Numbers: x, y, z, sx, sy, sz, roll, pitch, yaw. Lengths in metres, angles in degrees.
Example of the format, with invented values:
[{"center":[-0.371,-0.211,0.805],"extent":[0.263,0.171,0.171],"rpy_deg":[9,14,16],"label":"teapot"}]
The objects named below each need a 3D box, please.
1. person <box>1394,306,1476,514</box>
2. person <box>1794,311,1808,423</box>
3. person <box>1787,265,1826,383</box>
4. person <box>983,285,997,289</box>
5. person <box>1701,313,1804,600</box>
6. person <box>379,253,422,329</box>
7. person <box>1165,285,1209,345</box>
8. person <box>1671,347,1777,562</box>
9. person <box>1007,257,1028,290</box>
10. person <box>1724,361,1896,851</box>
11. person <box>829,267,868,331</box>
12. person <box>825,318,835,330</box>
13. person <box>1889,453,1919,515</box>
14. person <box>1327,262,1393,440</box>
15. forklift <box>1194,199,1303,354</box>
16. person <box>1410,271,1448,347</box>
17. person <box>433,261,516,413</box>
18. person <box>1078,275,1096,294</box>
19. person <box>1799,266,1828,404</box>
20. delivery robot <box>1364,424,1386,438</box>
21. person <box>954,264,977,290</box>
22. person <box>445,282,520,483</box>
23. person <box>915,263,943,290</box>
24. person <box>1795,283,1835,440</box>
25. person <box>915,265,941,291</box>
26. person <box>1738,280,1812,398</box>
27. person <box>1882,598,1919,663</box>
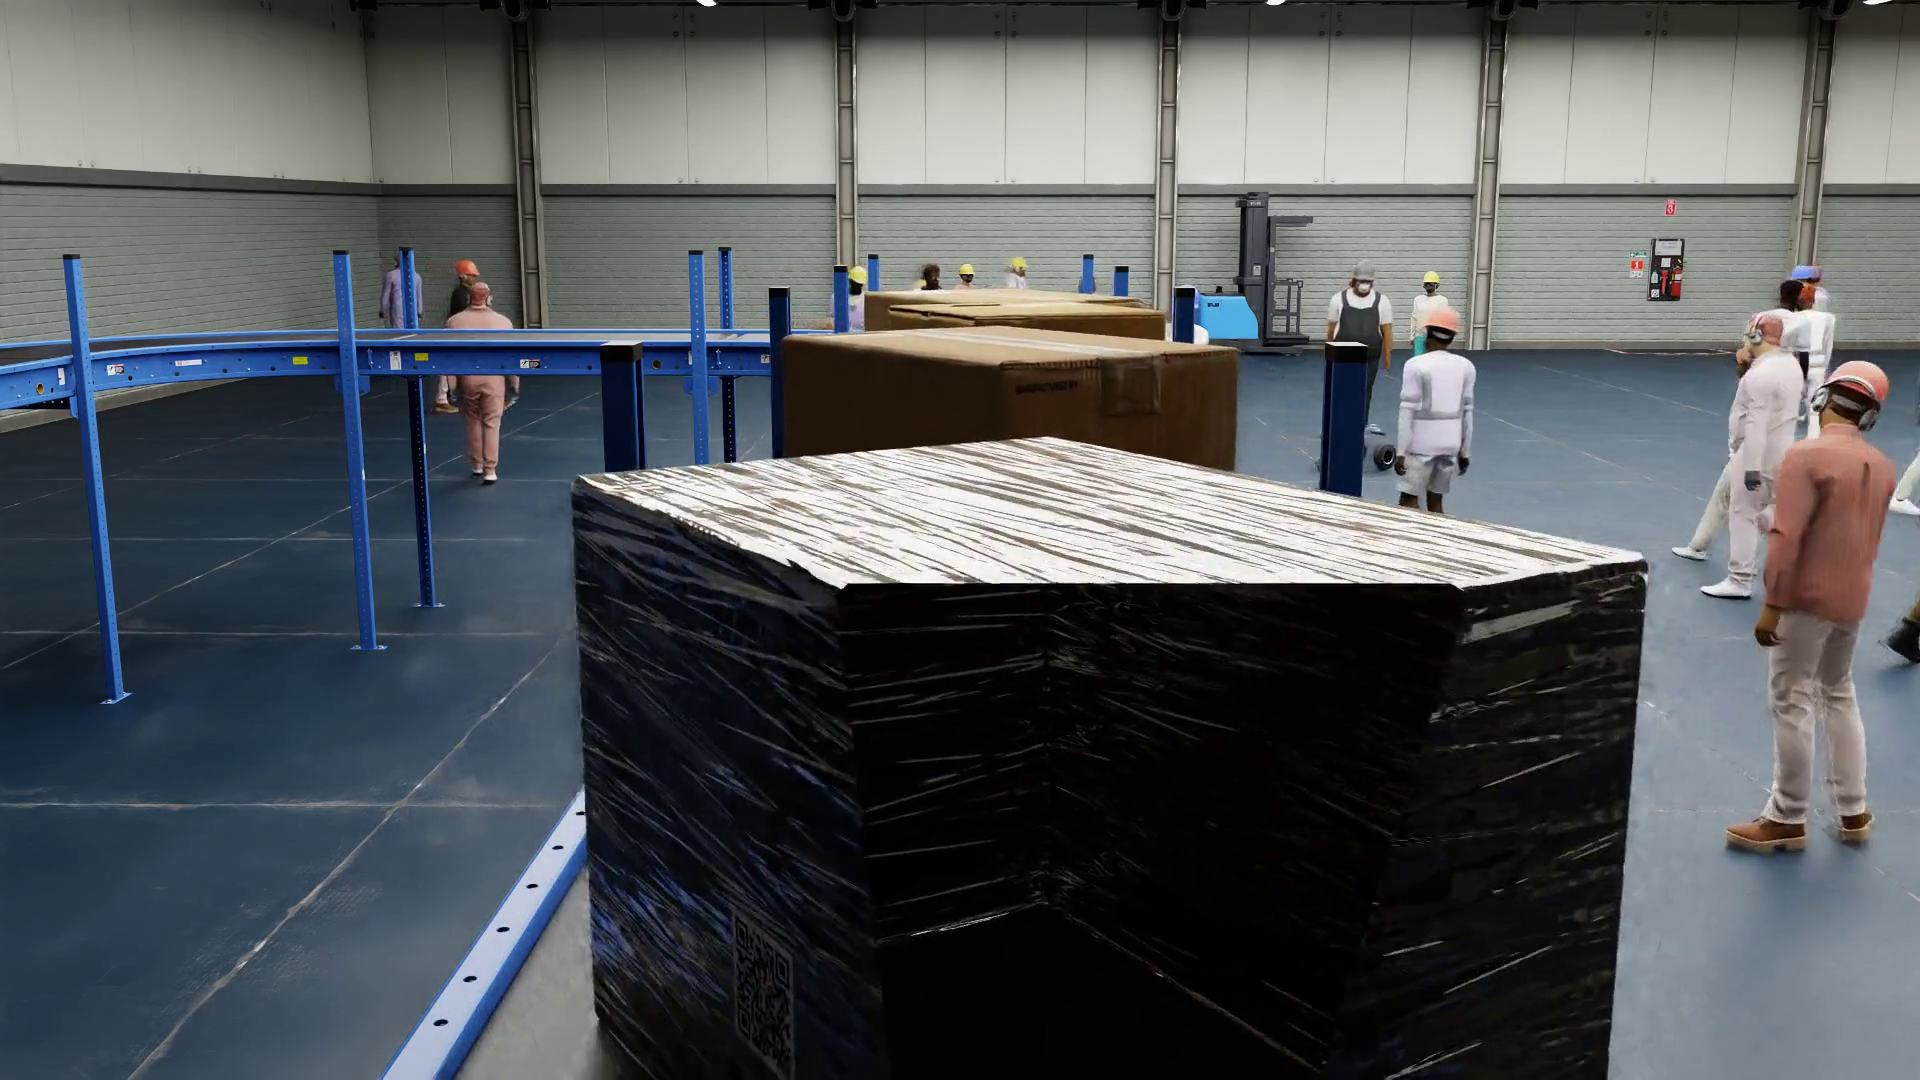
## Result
[{"center":[3.258,-0.633,11.349],"extent":[0.604,1.902,0.609],"rpy_deg":[-4,12,-17],"label":"person"},{"center":[10.132,-2.264,20.316],"extent":[0.835,1.653,0.553],"rpy_deg":[3,11,15],"label":"person"},{"center":[10.754,-2.508,20.965],"extent":[0.810,1.909,0.648],"rpy_deg":[2,11,10],"label":"person"},{"center":[0.316,-1.407,15.382],"extent":[0.632,1.894,0.946],"rpy_deg":[7,13,32],"label":"person"},{"center":[5.320,-0.537,10.890],"extent":[0.573,1.882,0.691],"rpy_deg":[11,15,44],"label":"person"},{"center":[-9.325,-3.838,27.802],"extent":[0.434,1.900,0.661],"rpy_deg":[10,15,40],"label":"person"},{"center":[1.841,-1.156,13.914],"extent":[0.605,1.944,0.402],"rpy_deg":[-7,13,-33],"label":"person"},{"center":[5.682,-0.593,11.941],"extent":[0.517,1.589,0.883],"rpy_deg":[-10,15,-41],"label":"person"},{"center":[0.991,-4.149,29.682],"extent":[0.891,1.804,0.588],"rpy_deg":[3,11,14],"label":"person"},{"center":[3.421,0.271,6.619],"extent":[0.703,1.944,0.380],"rpy_deg":[-7,13,-31],"label":"person"},{"center":[-1.341,-2.477,20.867],"extent":[0.618,1.879,0.562],"rpy_deg":[-1,11,-4],"label":"person"},{"center":[-1.165,-1.228,15.168],"extent":[0.829,1.601,0.527],"rpy_deg":[1,11,6],"label":"person"},{"center":[8.383,-1.105,13.992],"extent":[1.004,1.818,0.534],"rpy_deg":[2,11,12],"label":"person"},{"center":[4.444,-2.073,18.488],"extent":[0.701,2.000,0.837],"rpy_deg":[2,11,8],"label":"person"},{"center":[5.313,-4.851,30.603],"extent":[1.873,2.768,1.129],"rpy_deg":[0,11,1],"label":"forklift"},{"center":[6.355,-2.757,22.593],"extent":[0.525,1.772,0.305],"rpy_deg":[10,15,42],"label":"person"},{"center":[-6.322,-2.595,21.338],"extent":[1.045,1.943,0.607],"rpy_deg":[0,11,0],"label":"person"},{"center":[1.507,-2.284,20.035],"extent":[0.538,1.813,0.694],"rpy_deg":[-6,12,-27],"label":"person"},{"center":[11.483,-2.772,22.471],"extent":[0.389,1.846,0.566],"rpy_deg":[0,11,2],"label":"person"},{"center":[3.948,-1.146,16.643],"extent":[0.698,0.223,0.335],"rpy_deg":[-6,13,-30],"label":"delivery robot"},{"center":[0.104,-3.444,26.135],"extent":[0.320,1.767,0.534],"rpy_deg":[9,14,39],"label":"person"},{"center":[-4.543,-1.511,15.900],"extent":[0.668,1.873,0.875],"rpy_deg":[-2,11,-9],"label":"person"},{"center":[-0.343,-3.161,24.513],"extent":[0.634,1.825,0.654],"rpy_deg":[-7,13,-33],"label":"person"},{"center":[8.532,-1.683,16.902],"extent":[0.587,1.824,1.027],"rpy_deg":[1,11,5],"label":"person"},{"center":[-0.349,-2.503,20.961],"extent":[0.617,1.890,0.630],"rpy_deg":[-10,15,-41],"label":"person"},{"center":[8.160,-1.669,16.743],"extent":[1.060,1.888,0.618],"rpy_deg":[-7,13,-32],"label":"person"},{"center":[5.680,-0.244,9.351],"extent":[0.983,1.898,0.553],"rpy_deg":[-2,11,-10],"label":"person"}]
